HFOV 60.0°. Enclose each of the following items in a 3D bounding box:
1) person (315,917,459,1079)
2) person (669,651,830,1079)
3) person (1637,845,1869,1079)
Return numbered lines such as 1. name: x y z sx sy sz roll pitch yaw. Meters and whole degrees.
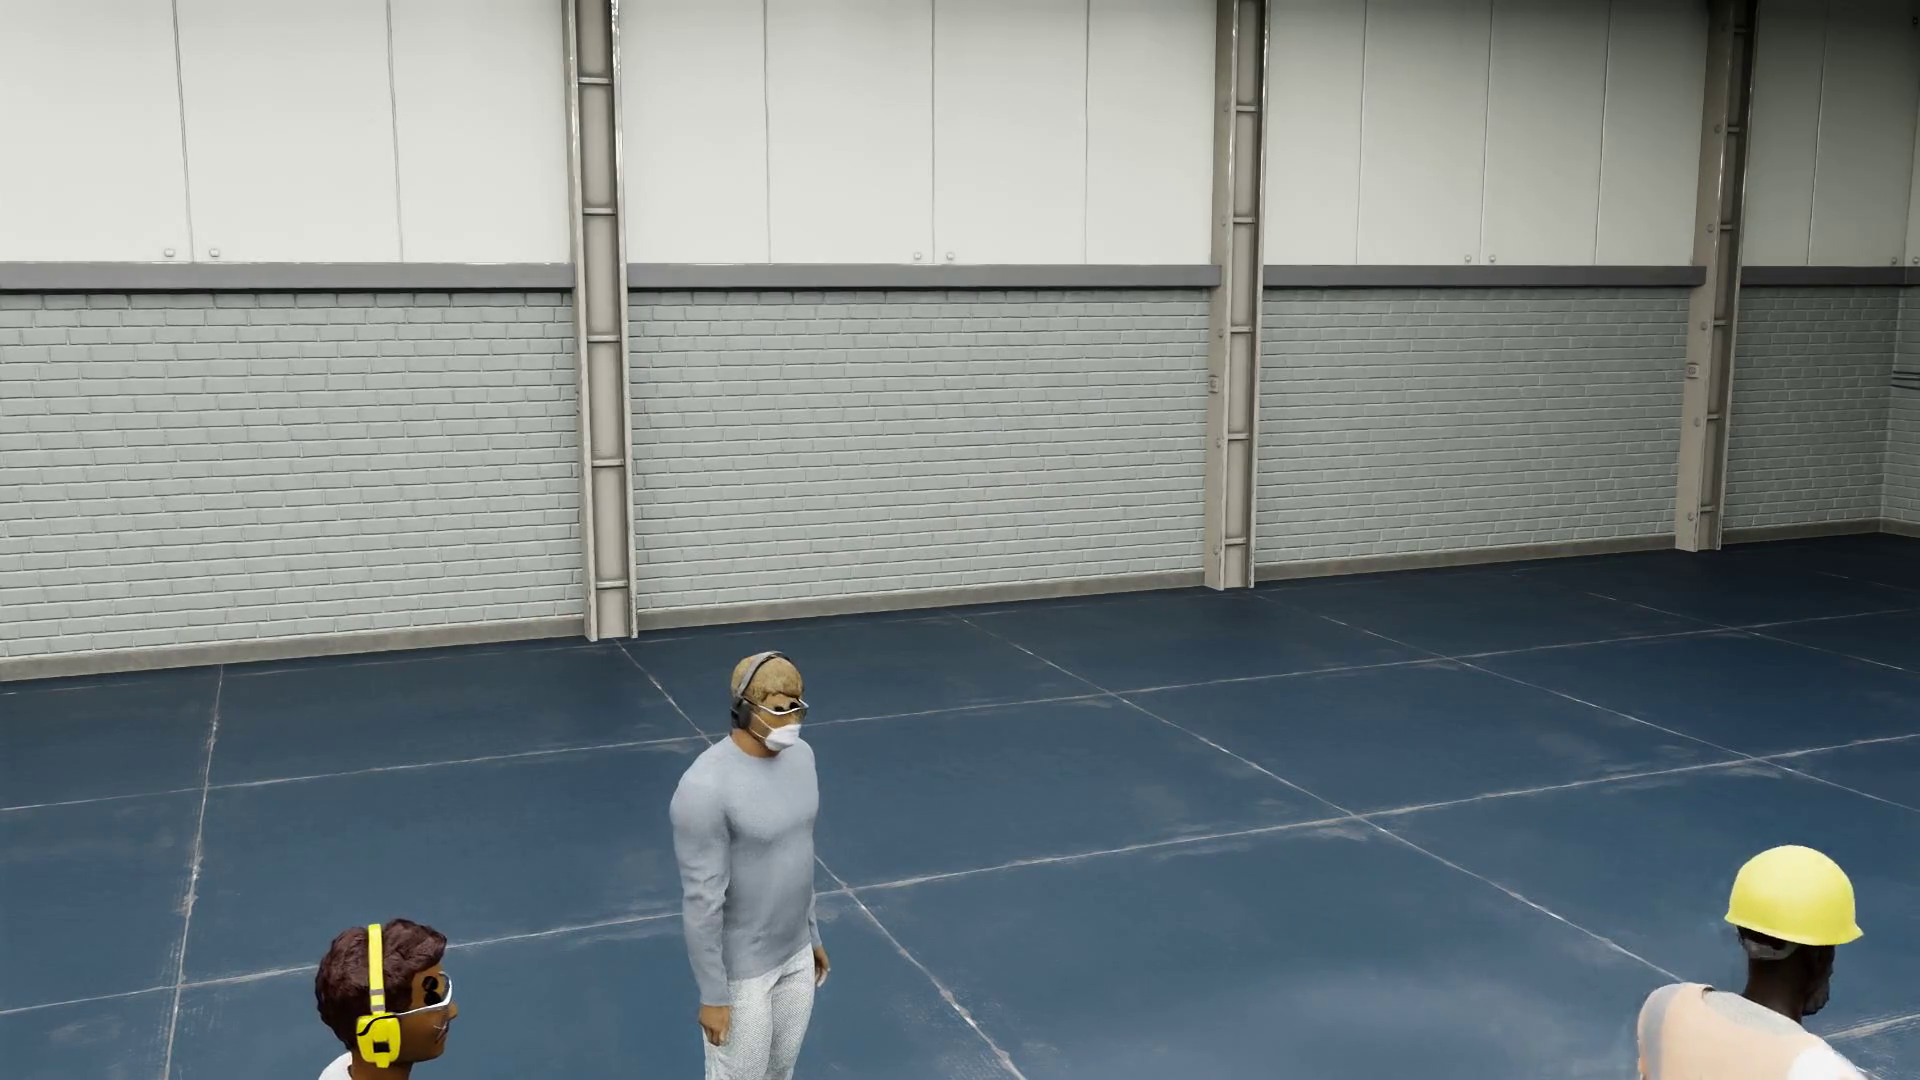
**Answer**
1. person: -1.050 1.610 3.144 0.328 1.872 0.515 -5 10 -27
2. person: -0.604 1.277 5.036 0.371 1.934 0.627 4 10 26
3. person: 1.673 1.550 3.484 1.019 1.873 0.604 -4 10 -24
